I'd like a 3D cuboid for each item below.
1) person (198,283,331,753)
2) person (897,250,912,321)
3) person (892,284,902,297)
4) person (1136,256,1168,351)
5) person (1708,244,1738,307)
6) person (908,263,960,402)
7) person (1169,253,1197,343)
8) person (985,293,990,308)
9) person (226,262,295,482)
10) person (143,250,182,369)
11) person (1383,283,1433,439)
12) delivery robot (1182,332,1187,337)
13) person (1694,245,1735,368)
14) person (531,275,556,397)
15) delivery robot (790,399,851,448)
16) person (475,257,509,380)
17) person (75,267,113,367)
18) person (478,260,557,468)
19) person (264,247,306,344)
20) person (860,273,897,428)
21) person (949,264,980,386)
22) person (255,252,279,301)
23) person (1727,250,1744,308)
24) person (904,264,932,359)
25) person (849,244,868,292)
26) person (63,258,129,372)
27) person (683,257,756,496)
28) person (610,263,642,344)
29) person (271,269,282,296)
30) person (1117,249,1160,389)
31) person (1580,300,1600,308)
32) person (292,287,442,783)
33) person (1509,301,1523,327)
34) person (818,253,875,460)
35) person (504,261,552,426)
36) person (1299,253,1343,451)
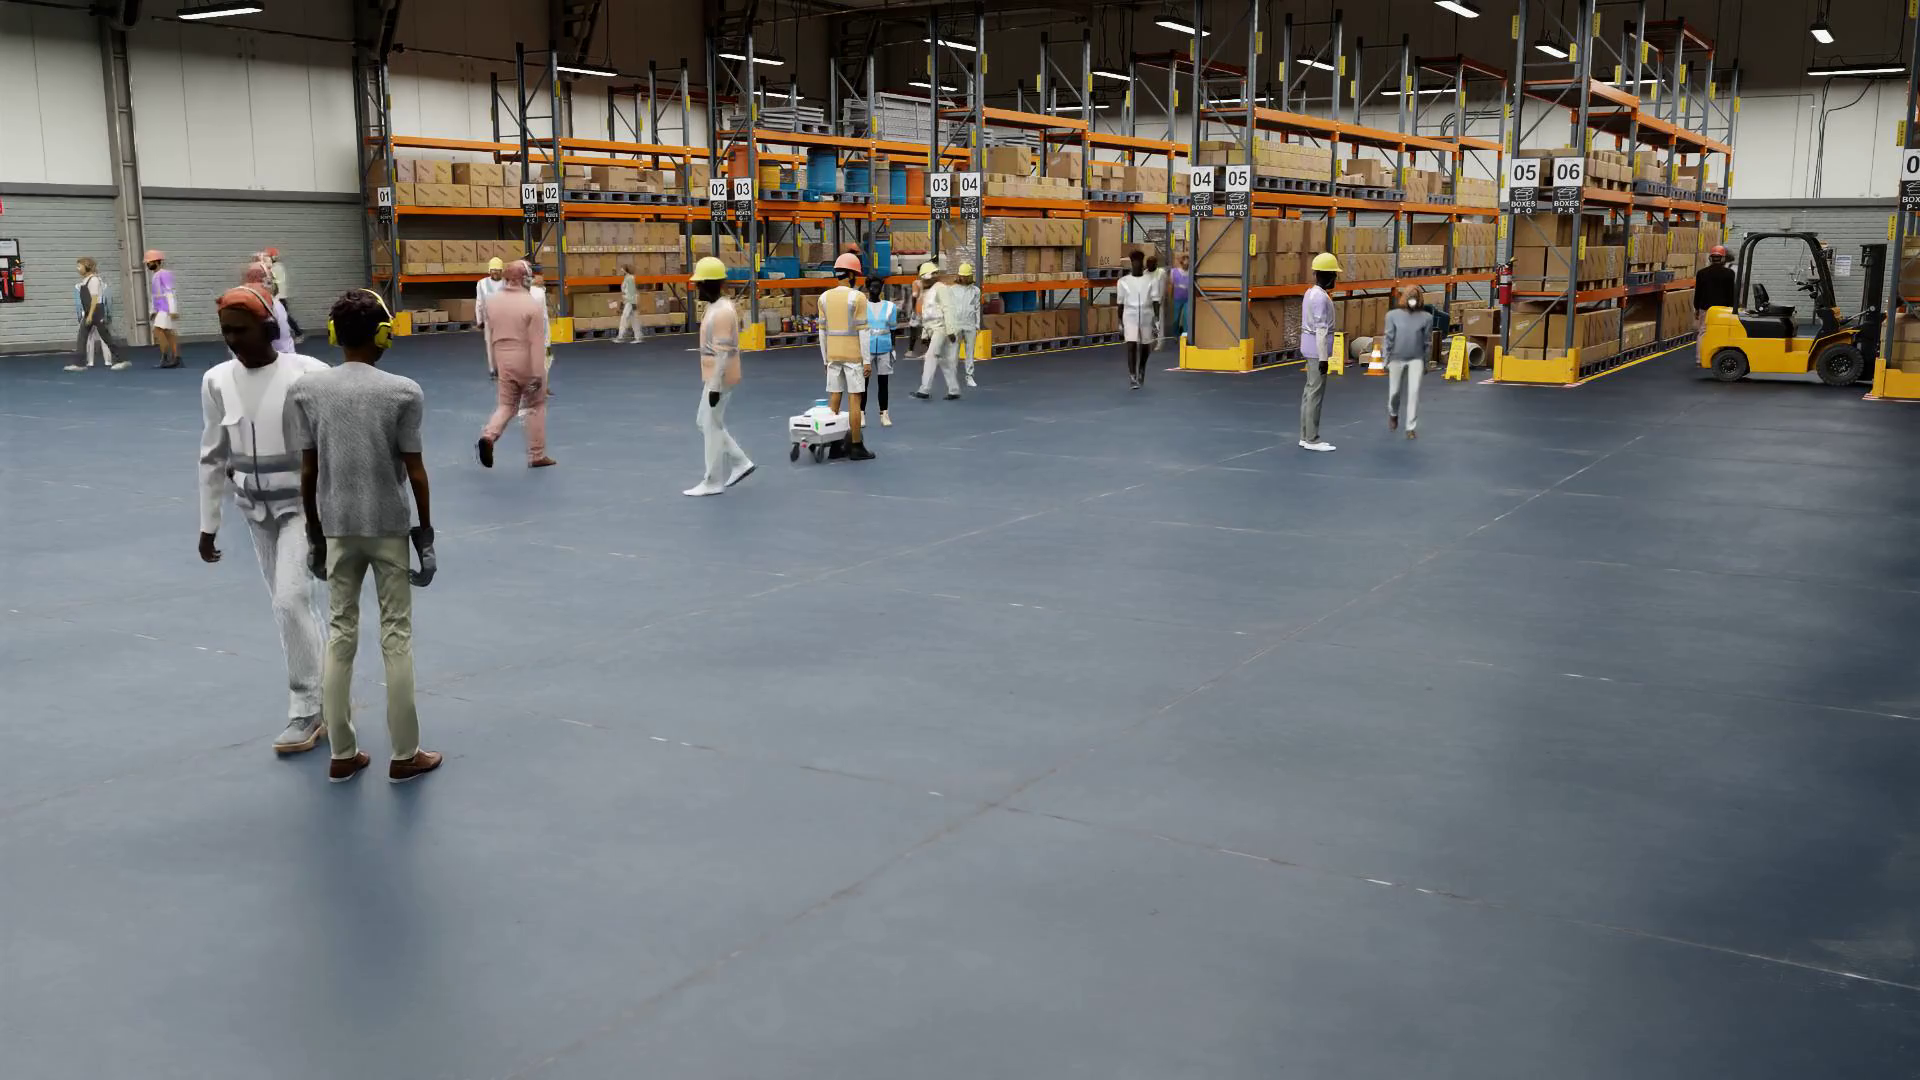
[{"bbox_3d":[-2.764,-0.084,6.649,0.619,1.859,0.690,3,10,14],"label":"person"},{"bbox_3d":[-1.418,-6.634,43.375,0.537,1.851,0.580,5,11,25],"label":"person"},{"bbox_3d":[-1.720,-7.444,47.725,0.588,1.920,0.392,5,11,27],"label":"person"},{"bbox_3d":[3.553,-4.414,31.155,0.610,1.781,0.952,7,12,33],"label":"person"},{"bbox_3d":[13.196,-4.140,28.878,0.806,2.000,0.688,-10,14,-43],"label":"person"},{"bbox_3d":[-0.343,-2.646,21.277,0.752,1.773,0.655,-2,10,-10],"label":"person"},{"bbox_3d":[4.397,-4.725,32.748,0.584,1.824,0.626,0,10,3],"label":"person"},{"bbox_3d":[0.252,-4.783,32.924,0.640,1.896,1.028,4,11,24],"label":"person"},{"bbox_3d":[-5.841,-1.380,13.895,0.641,1.873,0.888,8,13,37],"label":"person"},{"bbox_3d":[-12.928,-3.710,26.815,0.643,1.910,0.587,-9,13,-40],"label":"person"},{"bbox_3d":[4.686,-1.884,17.447,0.500,1.612,0.660,2,10,12],"label":"person"},{"bbox_3d":[4.300,-3.664,30.109,0.477,0.478,0.707,7,12,33],"label":"delivery robot"},{"bbox_3d":[12.244,-3.776,27.011,0.606,1.986,0.400,9,13,40],"label":"person"},{"bbox_3d":[-5.445,-2.639,21.673,0.541,1.611,0.523,-4,11,-22],"label":"person"},{"bbox_3d":[-1.296,-1.080,15.636,0.477,0.478,0.707,5,11,27],"label":"delivery robot"},{"bbox_3d":[-6.860,-3.275,24.687,0.631,1.801,0.758,-3,11,-15],"label":"person"},{"bbox_3d":[-14.224,-3.663,27.332,0.523,1.640,0.306,-5,11,-28],"label":"person"},{"bbox_3d":[-3.976,-1.555,14.857,0.640,1.877,0.744,4,11,22],"label":"person"},{"bbox_3d":[-13.616,-4.879,33.260,0.624,1.962,0.963,7,13,36],"label":"person"},{"bbox_3d":[-0.946,-2.083,18.318,0.535,1.699,0.318,-3,10,-15],"label":"person"},{"bbox_3d":[0.061,-3.030,23.515,0.483,1.736,0.311,-2,10,-12],"label":"person"},{"bbox_3d":[-9.777,-3.098,23.468,0.427,1.891,0.666,-4,11,-22],"label":"person"},{"bbox_3d":[15.003,-4.735,32.653,0.654,1.896,1.023,5,11,28],"label":"person"},{"bbox_3d":[-0.711,-4.007,29.191,0.591,1.655,0.647,-10,14,-44],"label":"person"},{"bbox_3d":[-2.569,-6.331,41.268,0.632,1.998,1.013,4,11,24],"label":"person"},{"bbox_3d":[-13.741,-3.577,26.406,0.526,1.802,0.959,8,13,39],"label":"person"},{"bbox_3d":[-1.966,-1.308,13.355,0.540,1.914,0.642,-2,10,-14],"label":"person"},{"bbox_3d":[-6.744,-4.726,33.347,0.774,1.603,0.550,-4,11,-22],"label":"person"},{"bbox_3d":[-7.050,-1.886,17.017,0.306,1.771,0.522,-1,10,-5],"label":"person"},{"bbox_3d":[2.503,-3.114,23.415,0.606,1.941,0.880,0,10,-1],"label":"person"},{"bbox_3d":[13.451,-5.305,35.451,0.628,2.023,0.571,7,12,33],"label":"person"},{"bbox_3d":[-2.219,-0.007,6.248,0.505,1.860,0.312,0,10,1],"label":"person"},{"bbox_3d":[13.493,-6.099,40.258,0.431,1.891,0.683,7,12,33],"label":"person"},{"bbox_3d":[-1.055,-1.707,15.570,0.543,1.928,0.373,6,12,30],"label":"person"},{"bbox_3d":[-4.755,-2.112,18.136,0.609,1.818,0.947,-3,11,-16],"label":"person"},{"bbox_3d":[3.526,-1.836,16.291,0.369,1.925,0.594,0,10,2],"label":"person"}]
